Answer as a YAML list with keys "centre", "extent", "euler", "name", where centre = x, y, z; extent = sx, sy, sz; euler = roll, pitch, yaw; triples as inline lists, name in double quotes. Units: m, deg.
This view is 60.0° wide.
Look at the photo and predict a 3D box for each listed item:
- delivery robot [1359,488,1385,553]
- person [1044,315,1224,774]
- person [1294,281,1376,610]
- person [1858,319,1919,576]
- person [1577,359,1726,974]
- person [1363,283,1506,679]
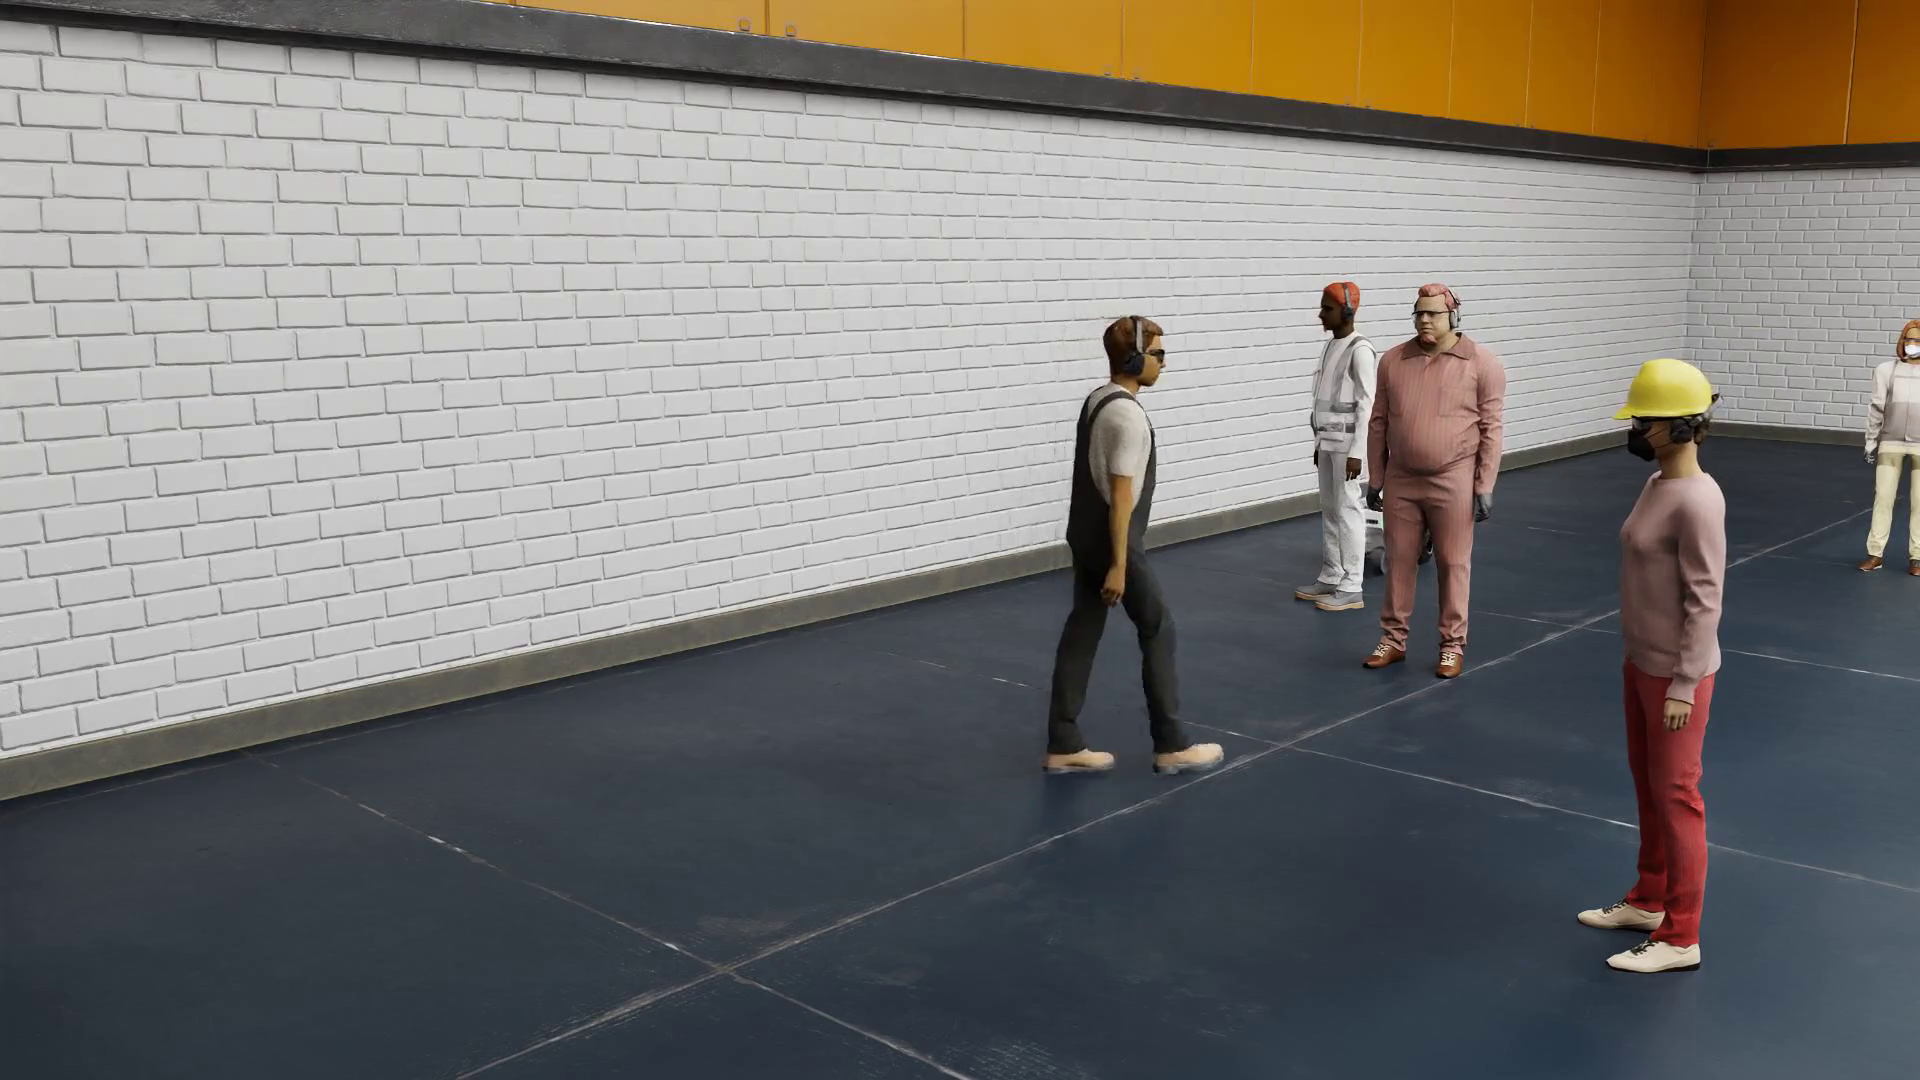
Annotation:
- centre: [2.760, -0.142, 10.849]
  extent: [0.477, 0.478, 0.707]
  euler: [7, 12, 33]
  name: "delivery robot"
- centre: [0.708, 0.035, 6.532]
  extent: [0.836, 1.810, 0.524]
  euler: [-3, 10, -17]
  name: "person"
- centre: [2.187, -0.540, 9.597]
  extent: [0.341, 1.883, 0.587]
  euler: [-2, 10, -9]
  name: "person"
- centre: [6.034, -0.586, 10.579]
  extent: [0.507, 1.631, 0.275]
  euler: [8, 13, 37]
  name: "person"
- centre: [2.004, 0.364, 4.799]
  extent: [0.324, 1.765, 0.534]
  euler: [1, 10, 8]
  name: "person"
- centre: [2.275, -0.284, 8.079]
  extent: [0.651, 1.906, 0.403]
  euler: [7, 12, 34]
  name: "person"
